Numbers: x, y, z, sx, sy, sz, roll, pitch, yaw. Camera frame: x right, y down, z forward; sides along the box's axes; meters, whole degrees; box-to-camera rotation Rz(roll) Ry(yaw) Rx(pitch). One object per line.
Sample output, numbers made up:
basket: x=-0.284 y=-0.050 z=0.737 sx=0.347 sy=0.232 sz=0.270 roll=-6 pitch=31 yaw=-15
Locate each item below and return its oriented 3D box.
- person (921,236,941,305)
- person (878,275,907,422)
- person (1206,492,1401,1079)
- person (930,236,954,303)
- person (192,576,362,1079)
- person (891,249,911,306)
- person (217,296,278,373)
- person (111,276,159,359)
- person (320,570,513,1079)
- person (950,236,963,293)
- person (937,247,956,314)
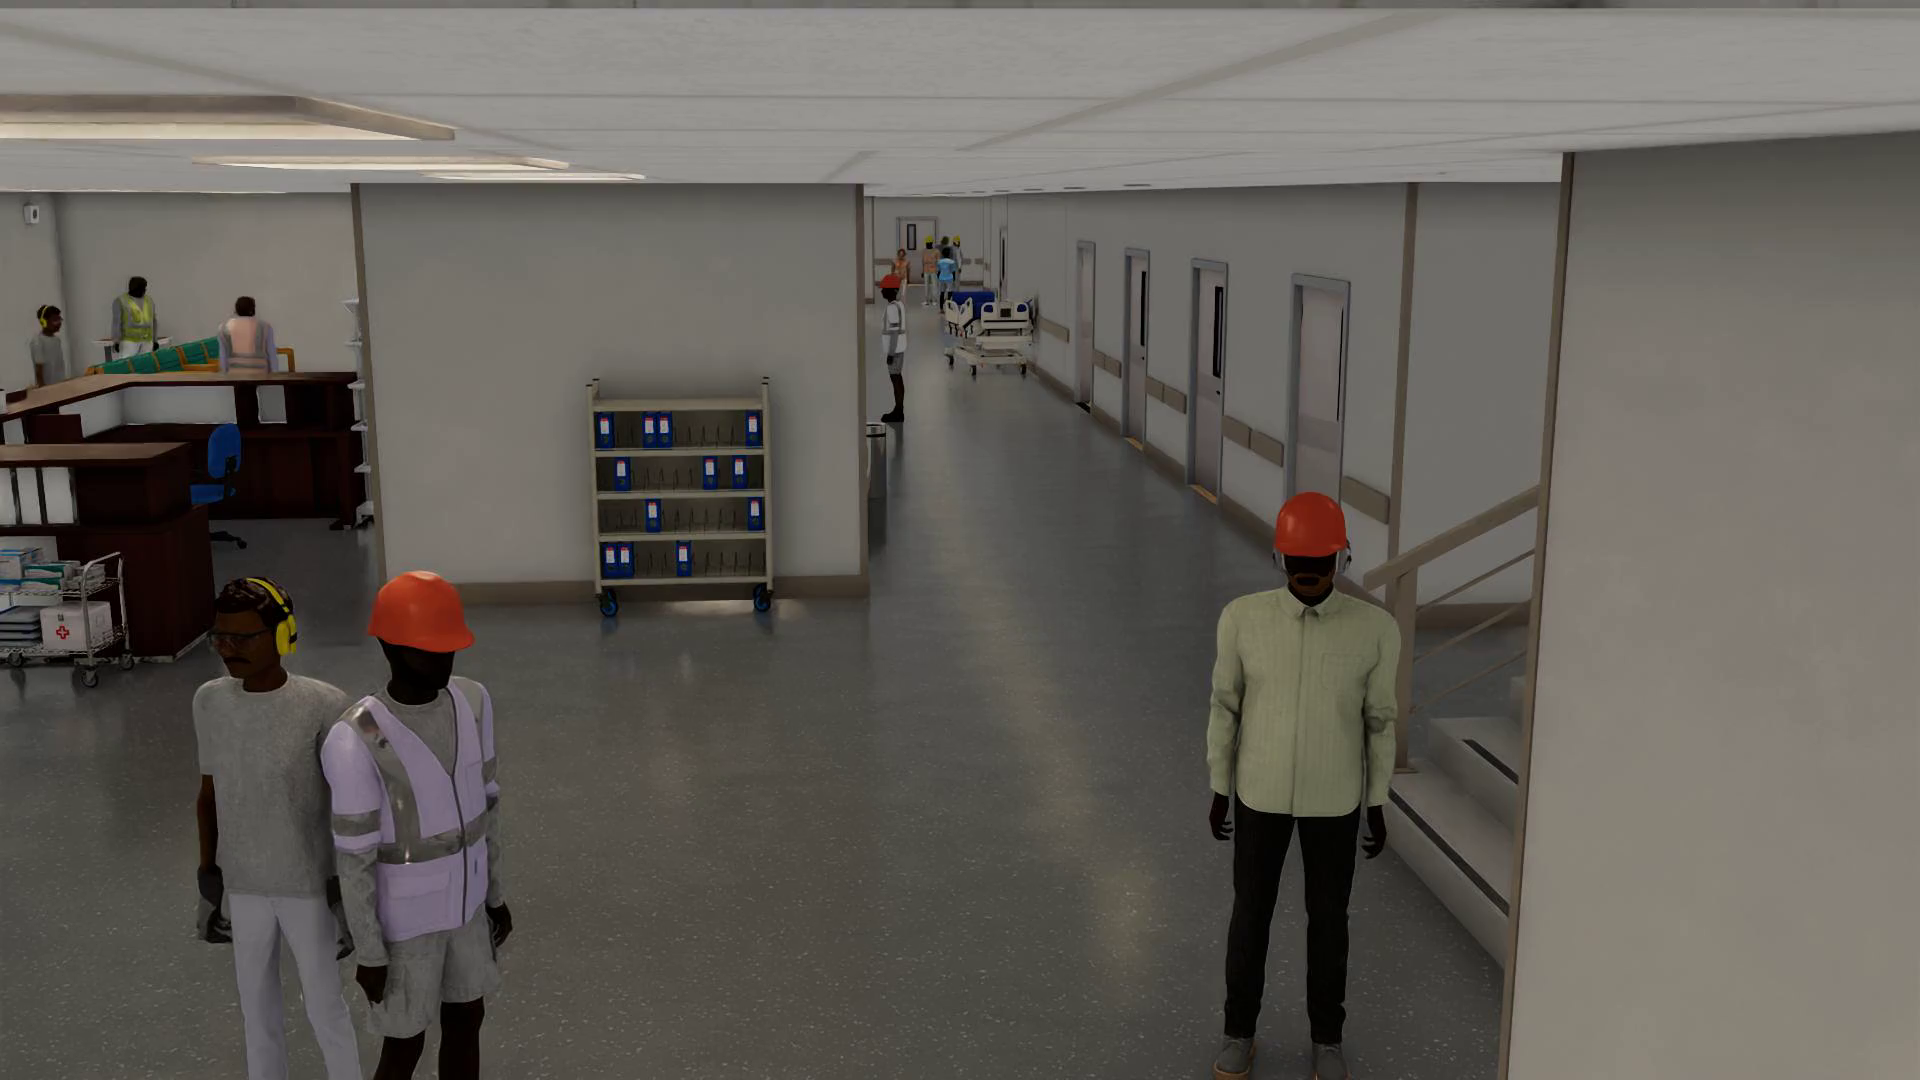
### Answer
person: x=-0.823 y=-7.474 z=46.175 sx=0.589 sy=1.923 sz=0.383 roll=6 pitch=13 yaw=28
person: x=-0.895 y=-2.521 z=21.936 sx=0.373 sy=1.939 sz=0.545 roll=1 pitch=12 yaw=6
person: x=1.109 y=0.823 z=5.451 sx=0.608 sy=1.995 sz=0.377 roll=2 pitch=12 yaw=10
person: x=-0.514 y=-7.688 z=47.336 sx=0.664 sy=1.898 sz=0.404 roll=0 pitch=12 yaw=-2
person: x=-1.976 y=1.016 z=4.815 sx=0.531 sy=1.871 sz=0.322 roll=1 pitch=12 yaw=7
person: x=-1.583 y=-7.021 z=44.696 sx=0.527 sy=1.616 sz=0.629 roll=1 pitch=12 yaw=4
person: x=-8.208 y=-1.900 z=19.200 sx=0.635 sy=1.819 sz=0.605 roll=-1 pitch=12 yaw=-7
person: x=-11.919 y=-2.891 z=24.058 sx=0.502 sy=1.820 sz=0.673 roll=7 pitch=13 yaw=30
person: x=-1.469 y=1.024 z=4.647 sx=0.384 sy=1.929 sz=0.539 roll=6 pitch=13 yaw=28
person: x=-0.109 y=-8.254 z=50.204 sx=0.404 sy=1.832 sz=0.598 roll=-7 pitch=13 yaw=-29
person: x=-0.342 y=-6.657 z=42.732 sx=0.535 sy=1.700 sz=0.318 roll=6 pitch=13 yaw=25
